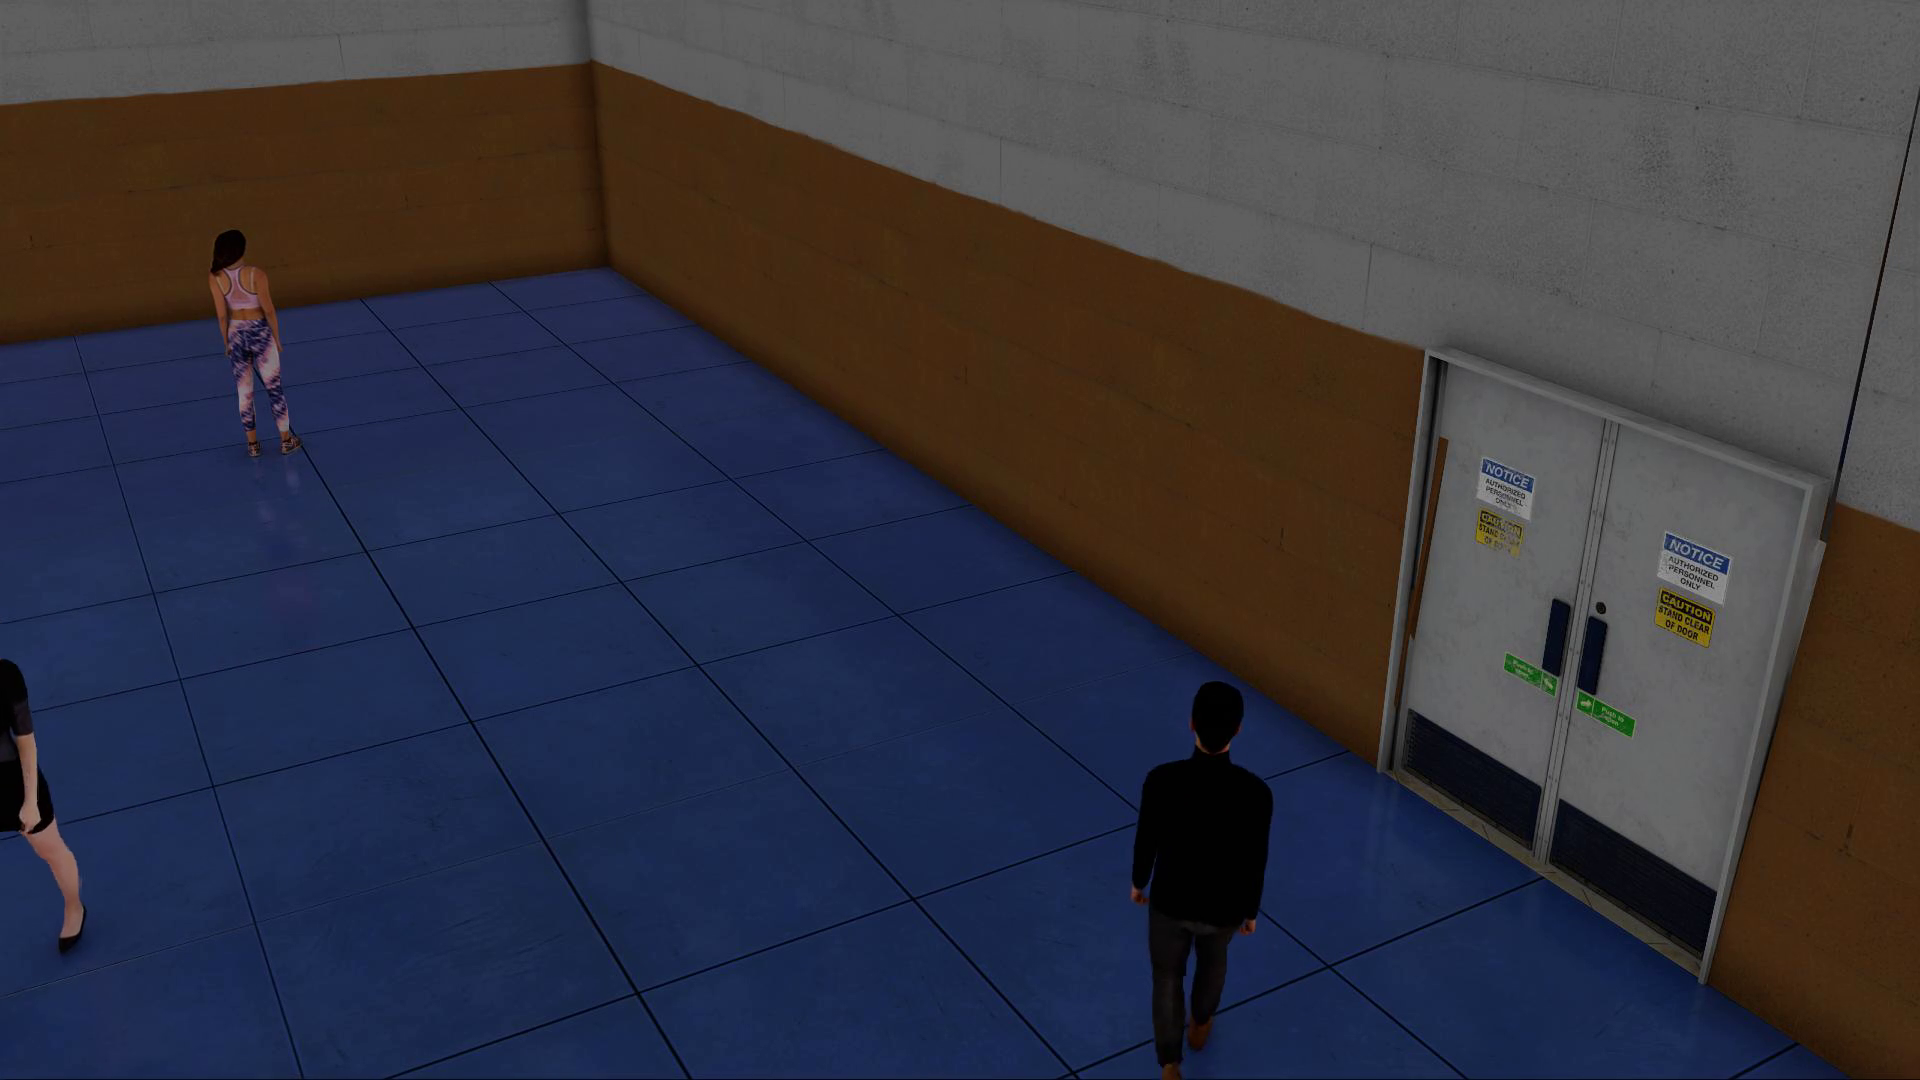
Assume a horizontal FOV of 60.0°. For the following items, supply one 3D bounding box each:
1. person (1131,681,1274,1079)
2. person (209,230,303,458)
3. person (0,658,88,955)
[{"bbox_3d":[0.888,1.359,6.251,1.076,1.701,1.086,3,24,7],"label":"person"},{"bbox_3d":[-5.414,-1.505,12.716,0.584,1.767,0.715,-4,24,-10],"label":"person"},{"bbox_3d":[-3.934,1.011,6.933,1.118,1.792,0.978,-2,24,-3],"label":"person"}]
